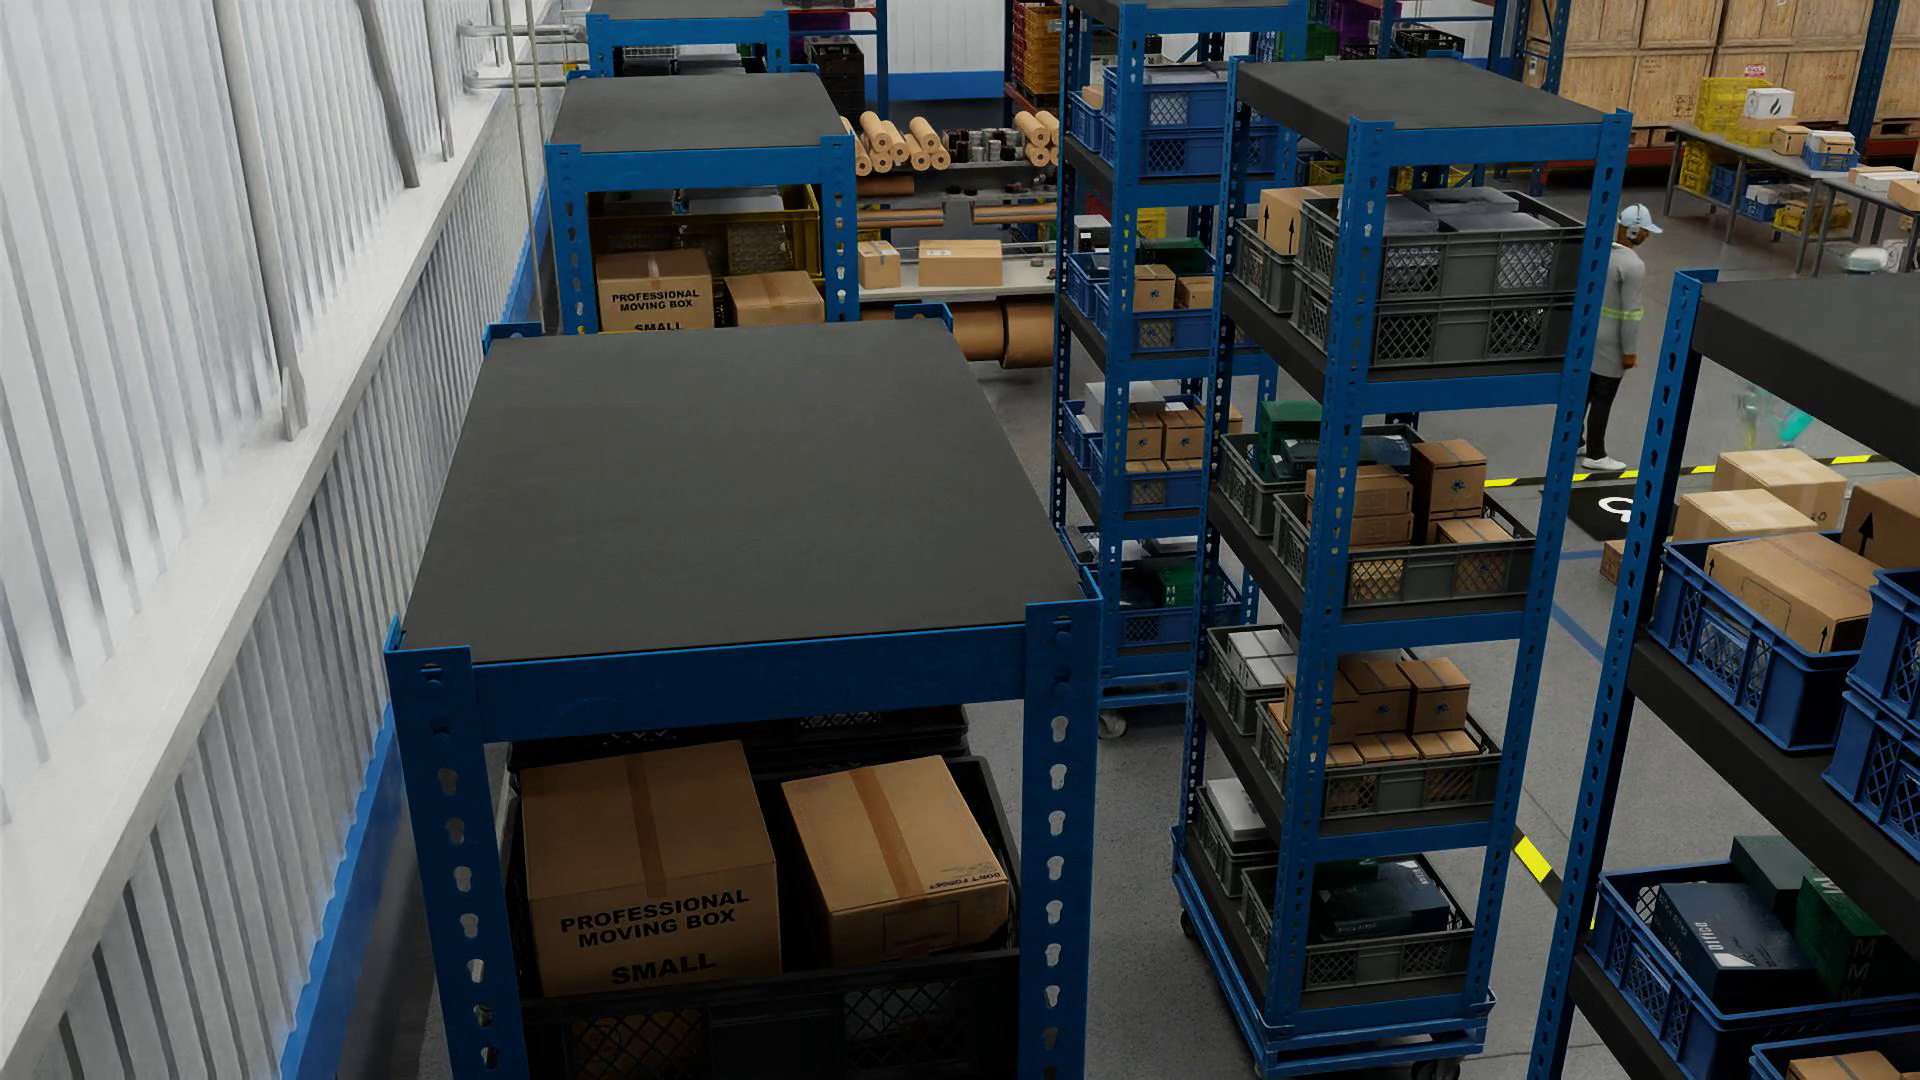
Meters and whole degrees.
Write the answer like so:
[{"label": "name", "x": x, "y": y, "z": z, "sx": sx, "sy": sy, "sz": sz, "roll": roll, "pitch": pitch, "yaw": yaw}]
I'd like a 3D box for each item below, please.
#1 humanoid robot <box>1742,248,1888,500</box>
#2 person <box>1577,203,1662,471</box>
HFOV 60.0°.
[{"label": "humanoid robot", "x": 5.535, "y": -1.088, "z": 10.968, "sx": 1.040, "sy": 1.766, "sz": 0.538, "roll": 15, "pitch": 29, "yaw": 29}, {"label": "person", "x": 4.492, "y": -1.394, "z": 11.441, "sx": 0.404, "sy": 1.847, "sz": 0.587, "roll": -4, "pitch": 25, "yaw": -9}]
